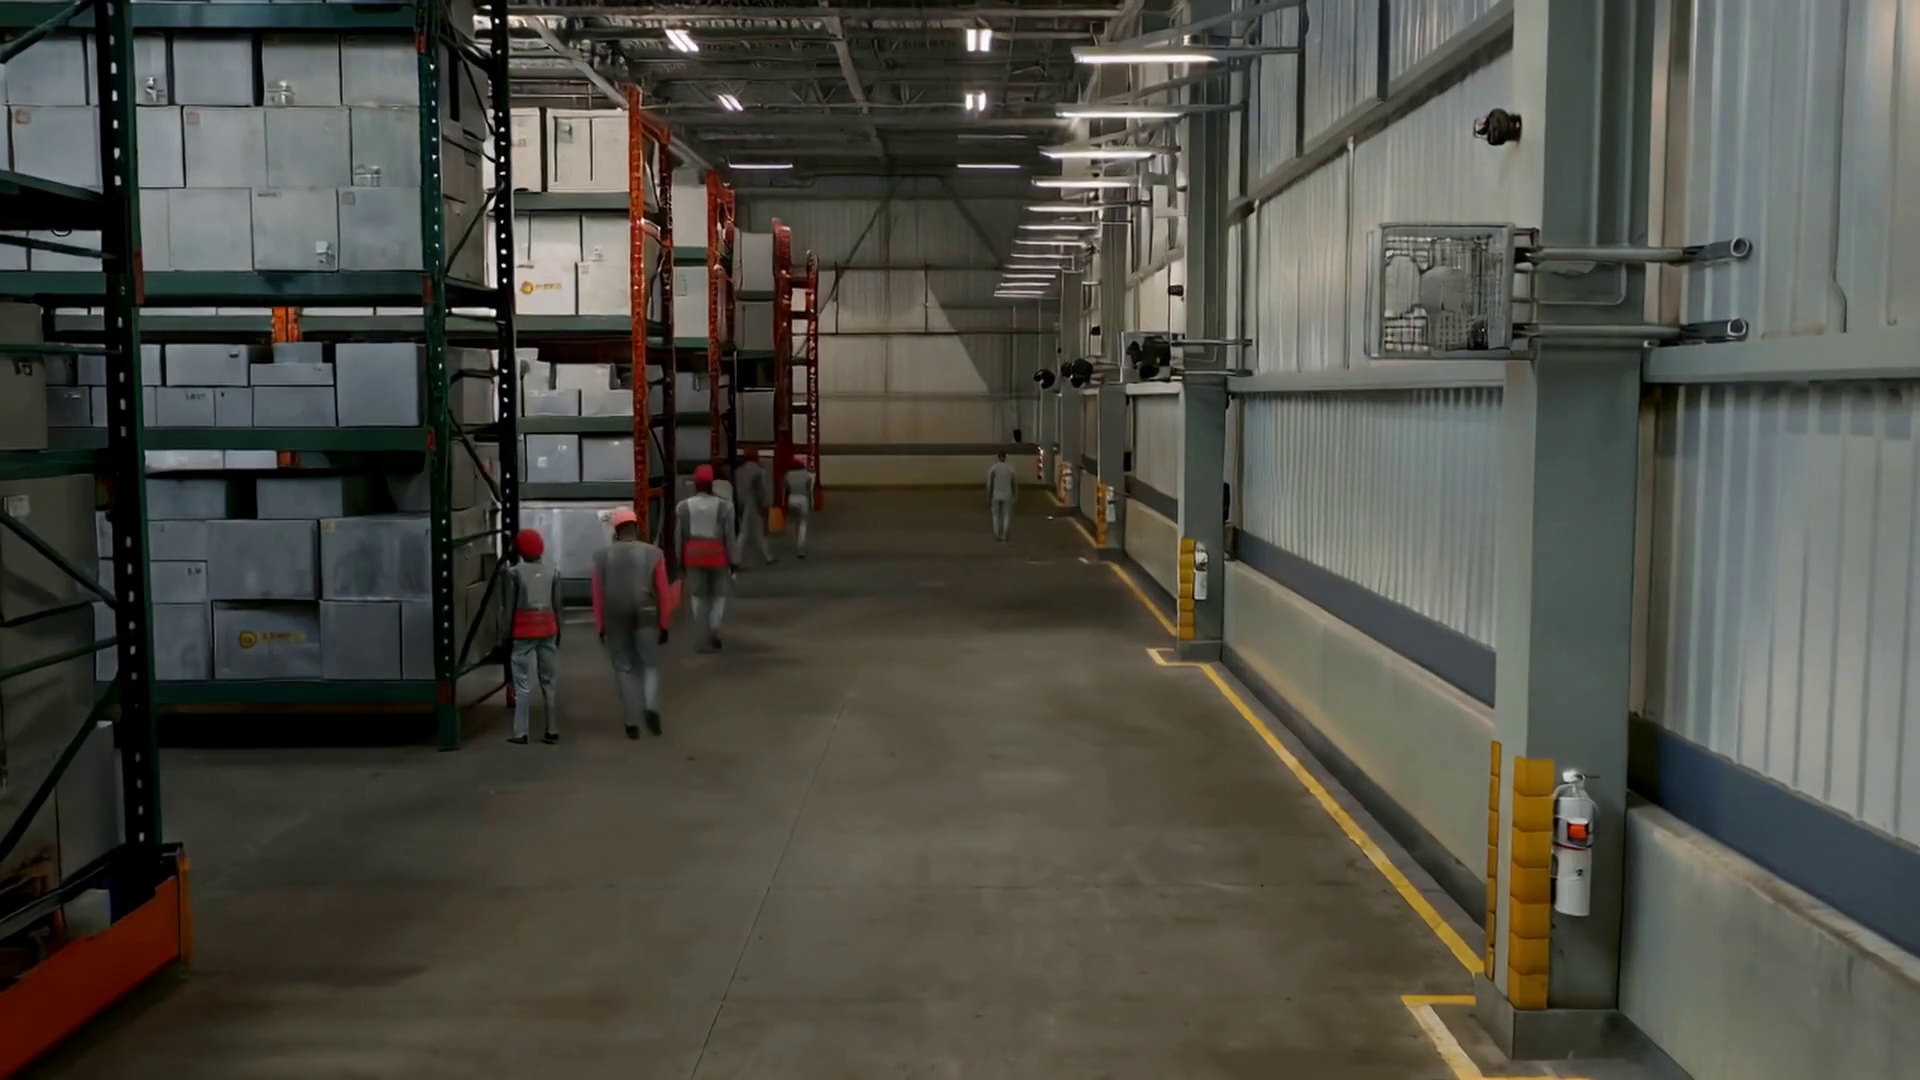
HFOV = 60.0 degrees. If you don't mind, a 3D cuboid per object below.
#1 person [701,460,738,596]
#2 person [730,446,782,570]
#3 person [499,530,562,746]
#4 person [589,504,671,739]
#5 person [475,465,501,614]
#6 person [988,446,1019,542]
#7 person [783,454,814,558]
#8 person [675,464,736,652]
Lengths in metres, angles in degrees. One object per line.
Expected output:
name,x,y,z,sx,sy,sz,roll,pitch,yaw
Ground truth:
person,-3.143,-0.137,21.662,0.569,1.815,0.654,2,5,26
person,-3.121,-0.491,25.348,1.044,1.877,0.655,-4,6,-36
person,-3.224,0.734,12.553,0.321,1.631,0.521,5,7,45
person,-2.533,0.629,12.785,0.607,1.805,0.455,-1,5,-11
person,-5.207,0.129,18.122,0.987,1.883,0.570,0,5,1
person,0.795,-0.825,30.112,0.569,1.731,0.589,0,5,0
person,-2.654,-0.569,27.344,0.490,1.695,0.872,0,5,0
person,-2.614,0.192,17.092,0.634,1.935,0.439,0,5,-3
